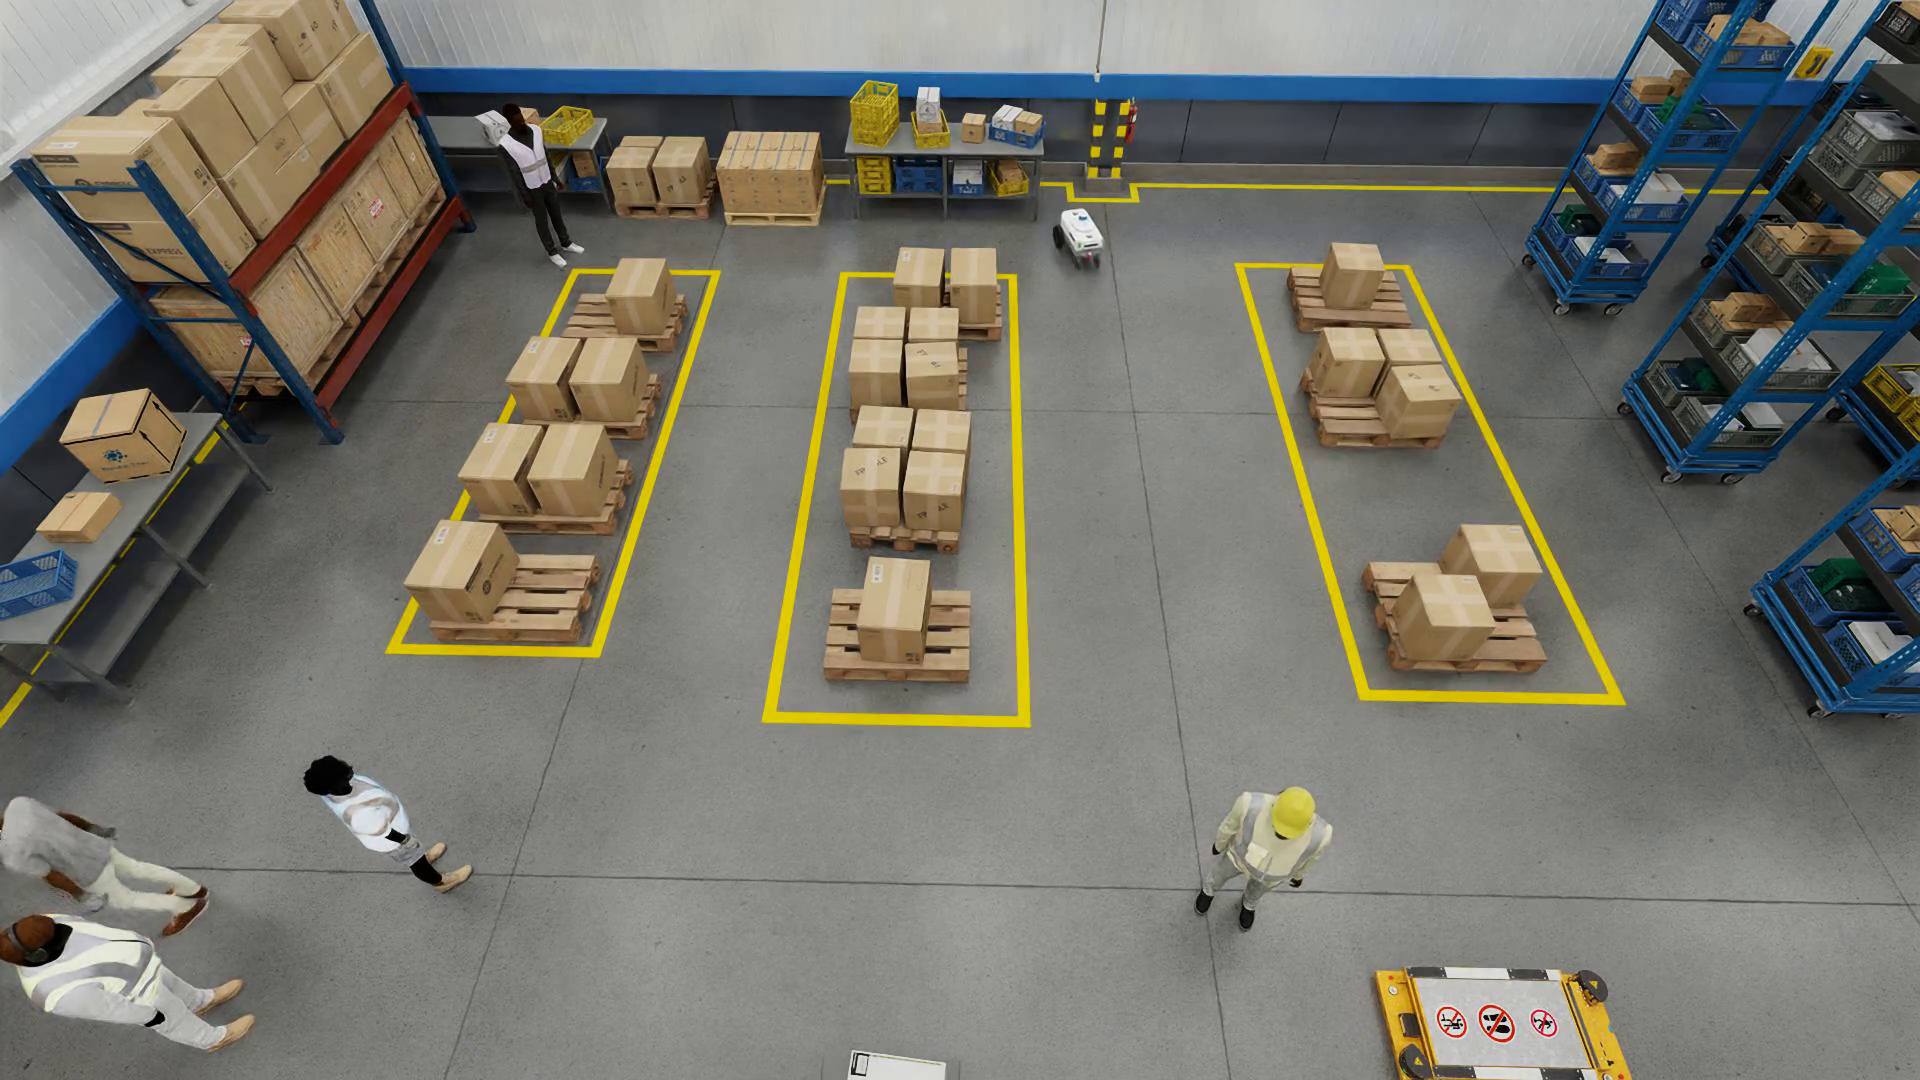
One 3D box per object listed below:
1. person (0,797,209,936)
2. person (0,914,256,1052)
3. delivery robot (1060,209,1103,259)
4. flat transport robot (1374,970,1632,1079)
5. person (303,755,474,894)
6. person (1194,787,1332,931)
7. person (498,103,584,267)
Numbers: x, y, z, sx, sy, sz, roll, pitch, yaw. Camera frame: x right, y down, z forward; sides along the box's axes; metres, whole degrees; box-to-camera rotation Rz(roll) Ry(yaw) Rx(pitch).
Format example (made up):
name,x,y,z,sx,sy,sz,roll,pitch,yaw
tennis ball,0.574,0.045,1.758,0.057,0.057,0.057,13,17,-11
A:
name,x,y,z,sx,sy,sz,roll,pitch,yaw
person,-5.533,2.045,5.793,0.397,1.849,0.599,-25,55,-19
person,-4.855,2.583,5.365,0.619,1.836,0.431,38,60,26
delivery robot,1.502,-3.808,11.332,0.477,0.478,0.707,-11,52,-9
flat transport robot,3.501,3.133,5.914,1.431,0.197,0.652,1,51,1
person,-3.778,1.873,6.027,0.533,1.697,0.319,29,56,21
person,1.908,2.022,5.819,0.603,1.830,0.404,18,53,14
person,-4.989,-4.205,10.840,0.392,1.920,0.593,21,54,16
